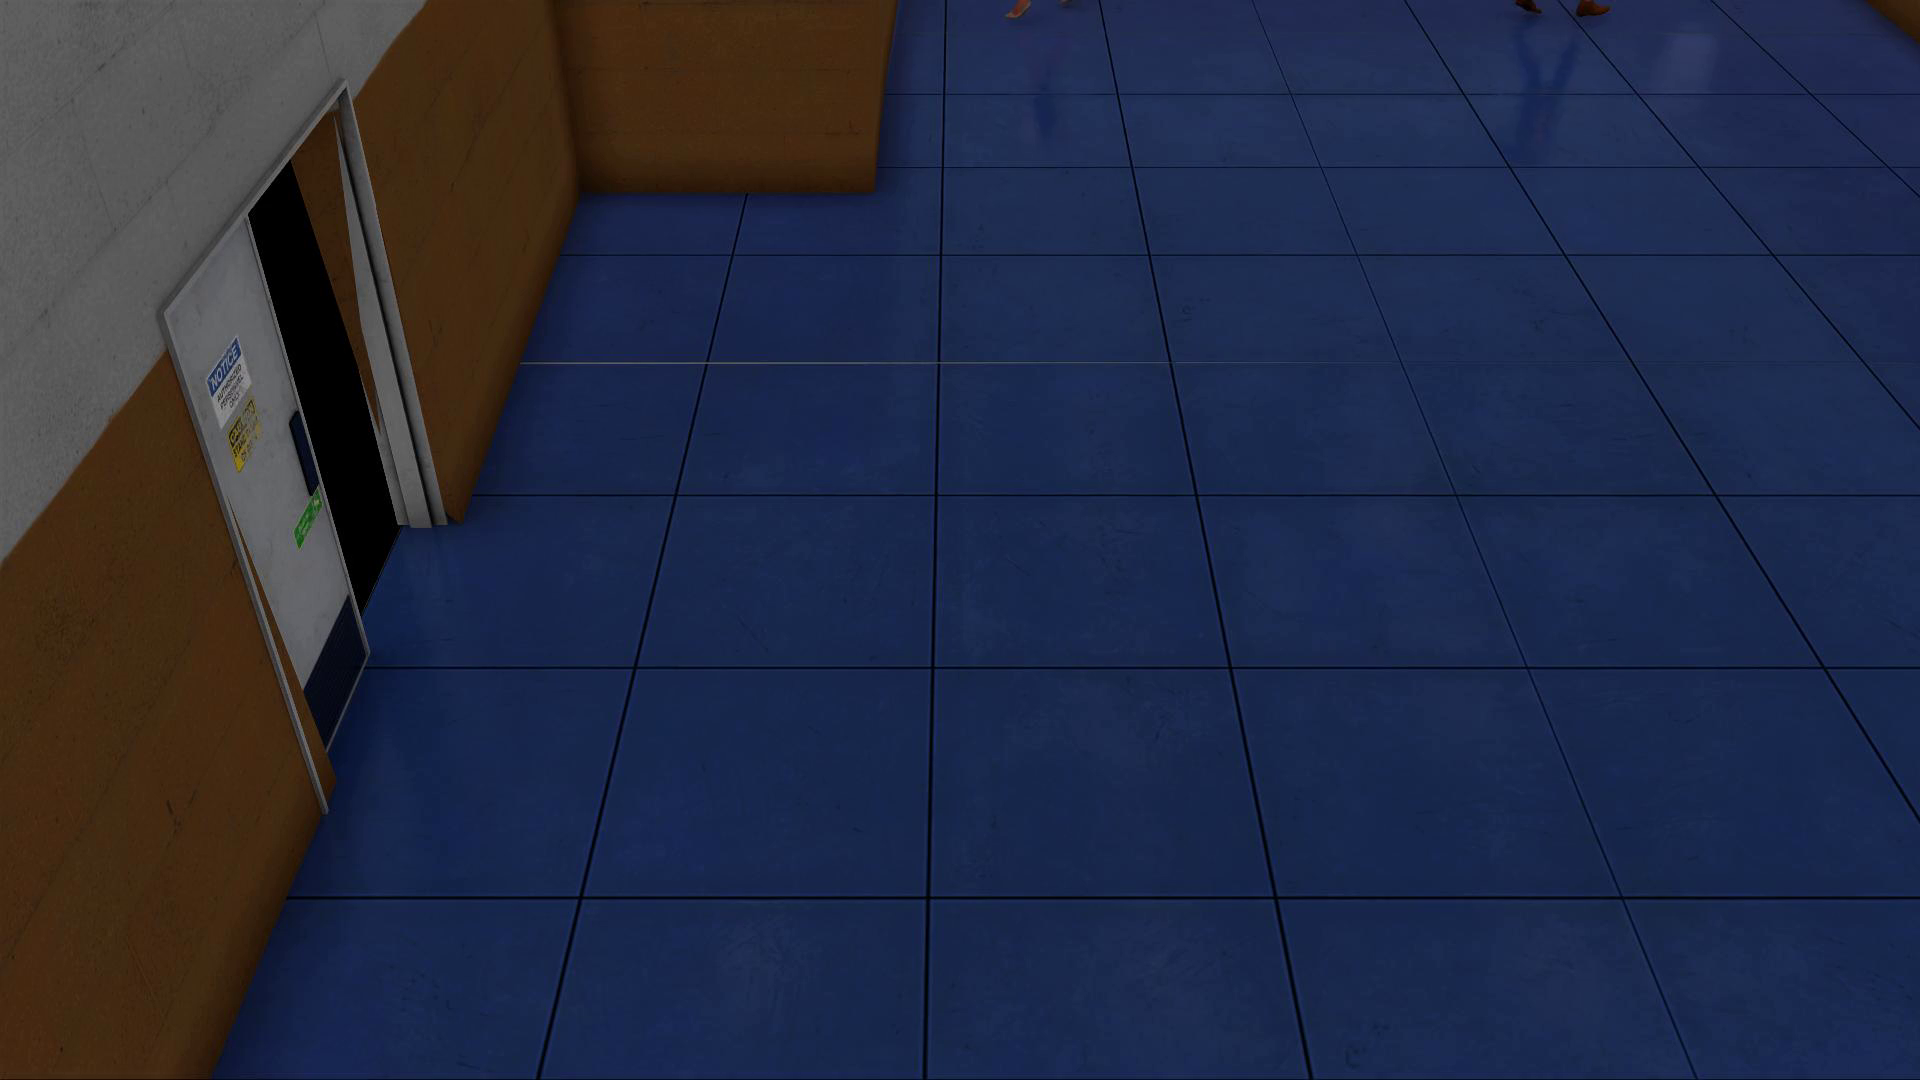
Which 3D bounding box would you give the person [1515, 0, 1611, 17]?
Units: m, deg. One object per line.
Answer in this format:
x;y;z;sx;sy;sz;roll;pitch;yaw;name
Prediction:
5.014;-5.114;13.618;1.097;1.687;0.766;-7;37;-9;person

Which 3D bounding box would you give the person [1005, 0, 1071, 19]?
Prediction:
0.781;-5.212;13.728;1.162;1.712;0.972;-21;42;-25;person
